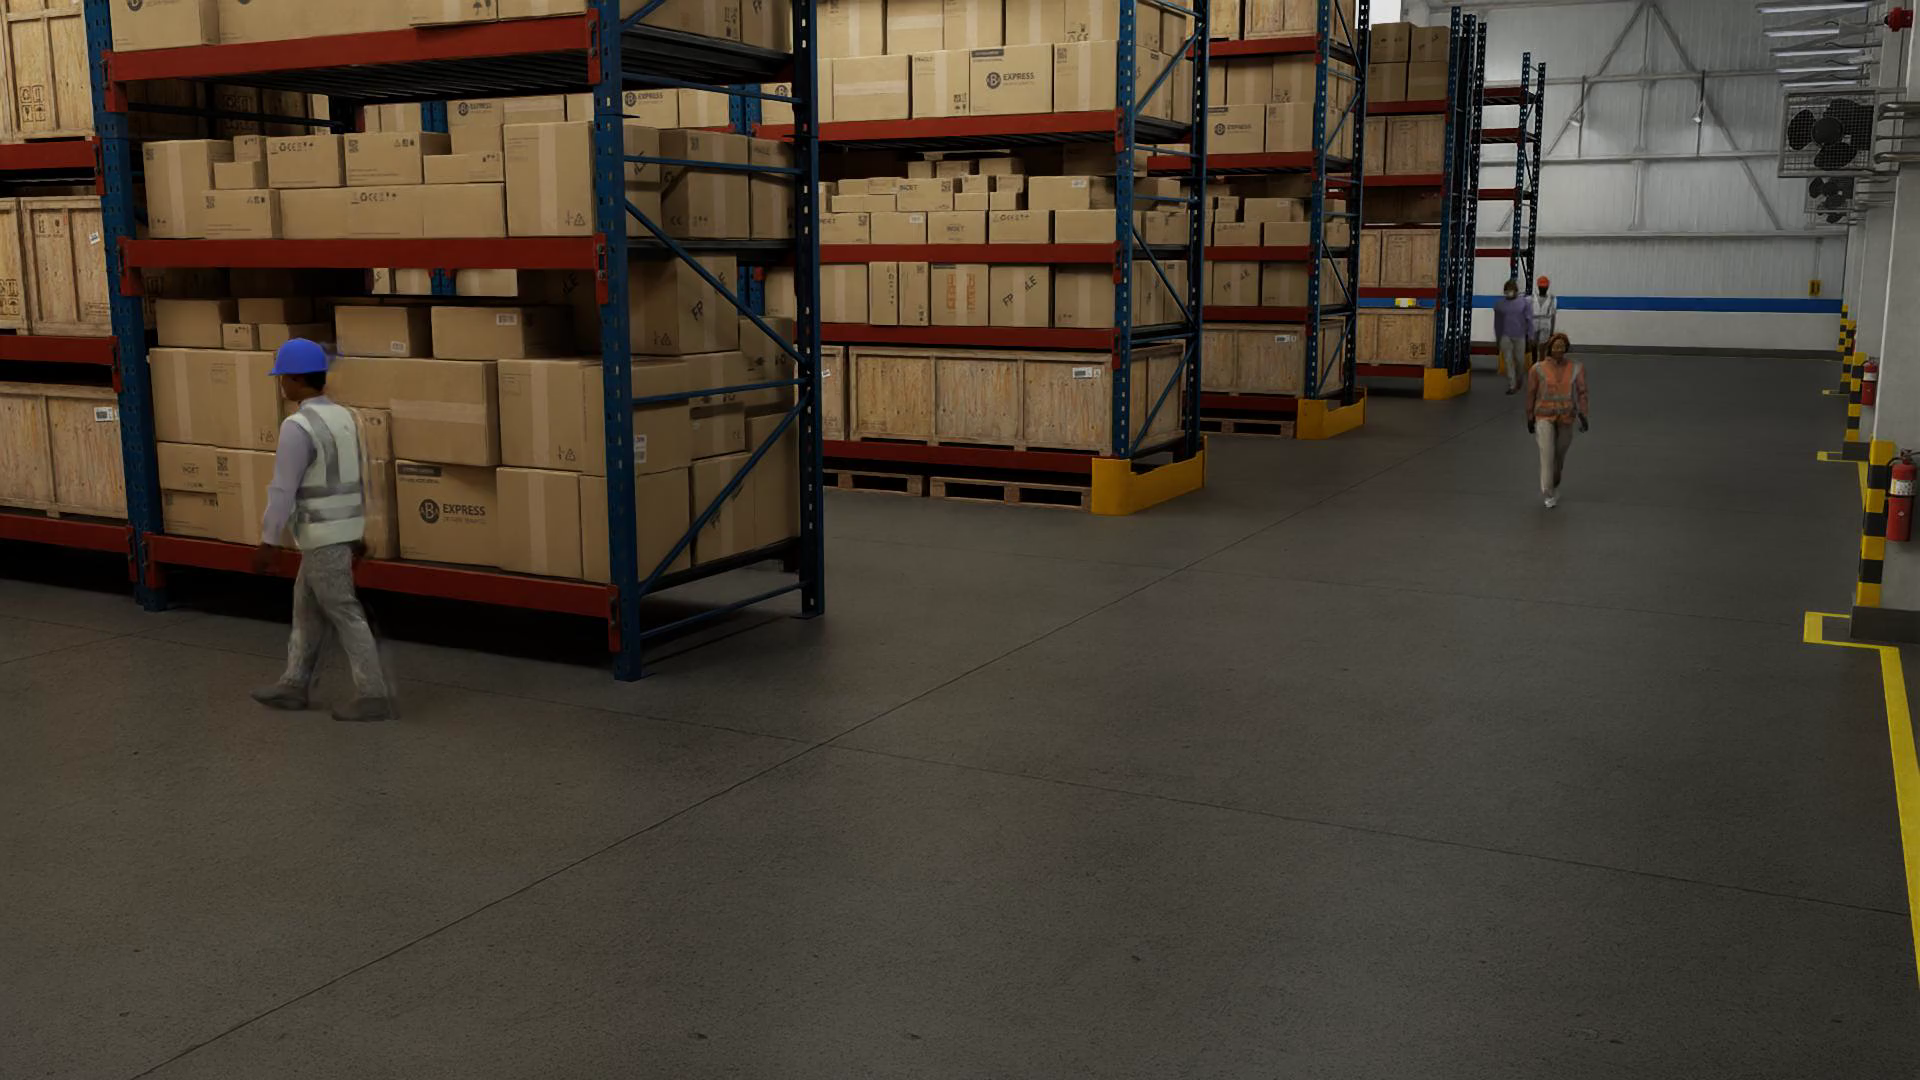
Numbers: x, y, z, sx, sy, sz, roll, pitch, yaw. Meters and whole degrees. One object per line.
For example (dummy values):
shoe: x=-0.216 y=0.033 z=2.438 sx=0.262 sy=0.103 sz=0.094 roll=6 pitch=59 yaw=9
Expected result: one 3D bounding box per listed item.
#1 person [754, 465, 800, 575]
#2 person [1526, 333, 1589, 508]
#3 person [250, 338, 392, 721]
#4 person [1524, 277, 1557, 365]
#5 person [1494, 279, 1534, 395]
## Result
person: x=-1.442 y=-0.653 z=12.250 sx=0.951 sy=1.781 sz=0.608 roll=6 pitch=11 yaw=31
person: x=5.552 y=-1.133 z=15.517 sx=0.524 sy=1.603 sz=0.853 roll=2 pitch=10 yaw=9
person: x=-3.265 y=-0.032 z=8.243 sx=0.891 sy=1.908 sz=0.615 roll=0 pitch=10 yaw=1
person: x=10.866 y=-3.975 z=31.161 sx=0.563 sy=1.894 sz=1.013 roll=4 pitch=11 yaw=23
person: x=9.182 y=-3.366 z=27.572 sx=0.652 sy=1.903 sz=0.736 roll=6 pitch=11 yaw=29
